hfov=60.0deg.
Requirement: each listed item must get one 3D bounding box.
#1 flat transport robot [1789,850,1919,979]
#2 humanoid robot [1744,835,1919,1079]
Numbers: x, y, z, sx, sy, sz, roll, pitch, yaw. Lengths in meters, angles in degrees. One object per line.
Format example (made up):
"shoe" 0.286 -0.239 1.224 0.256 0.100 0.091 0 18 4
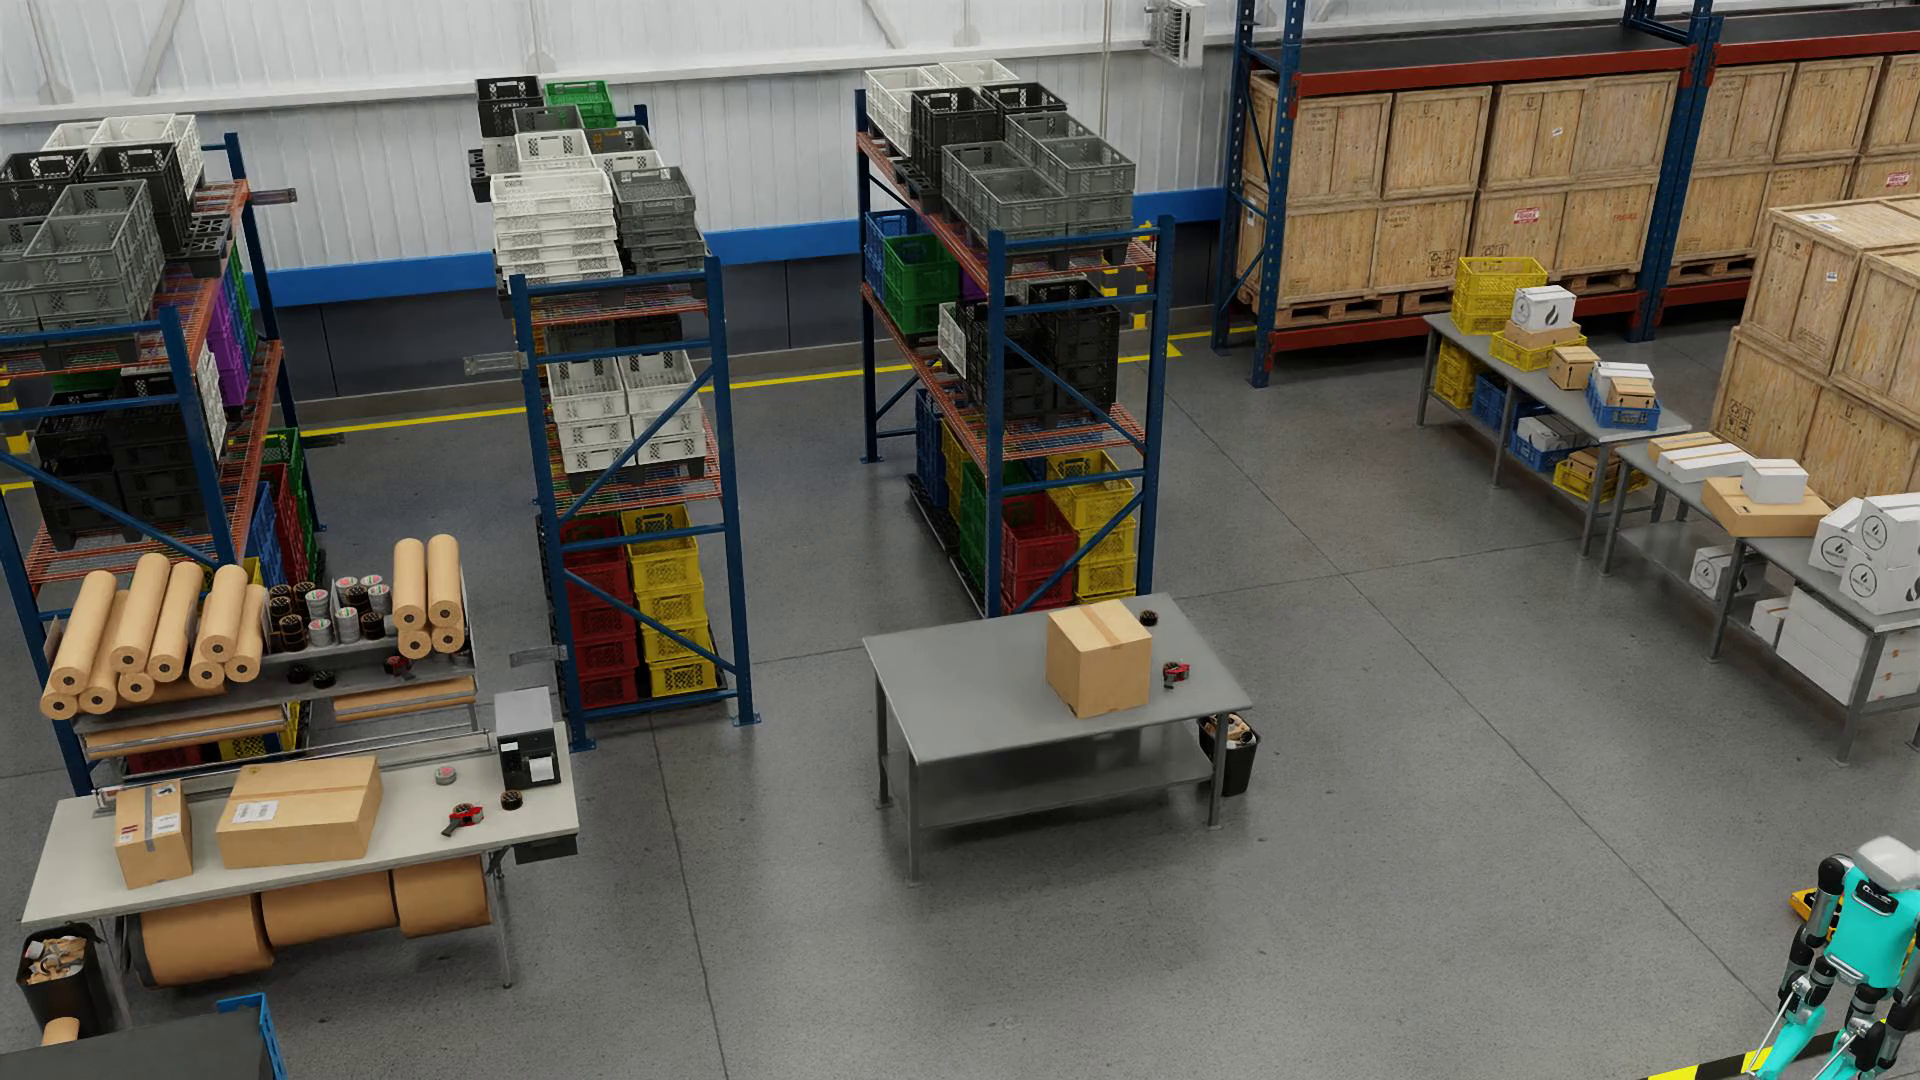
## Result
"flat transport robot" 5.163 1.916 8.676 1.431 0.231 0.659 -8 30 -14
"humanoid robot" 3.498 2.016 6.829 0.735 1.677 0.533 -16 33 -27
